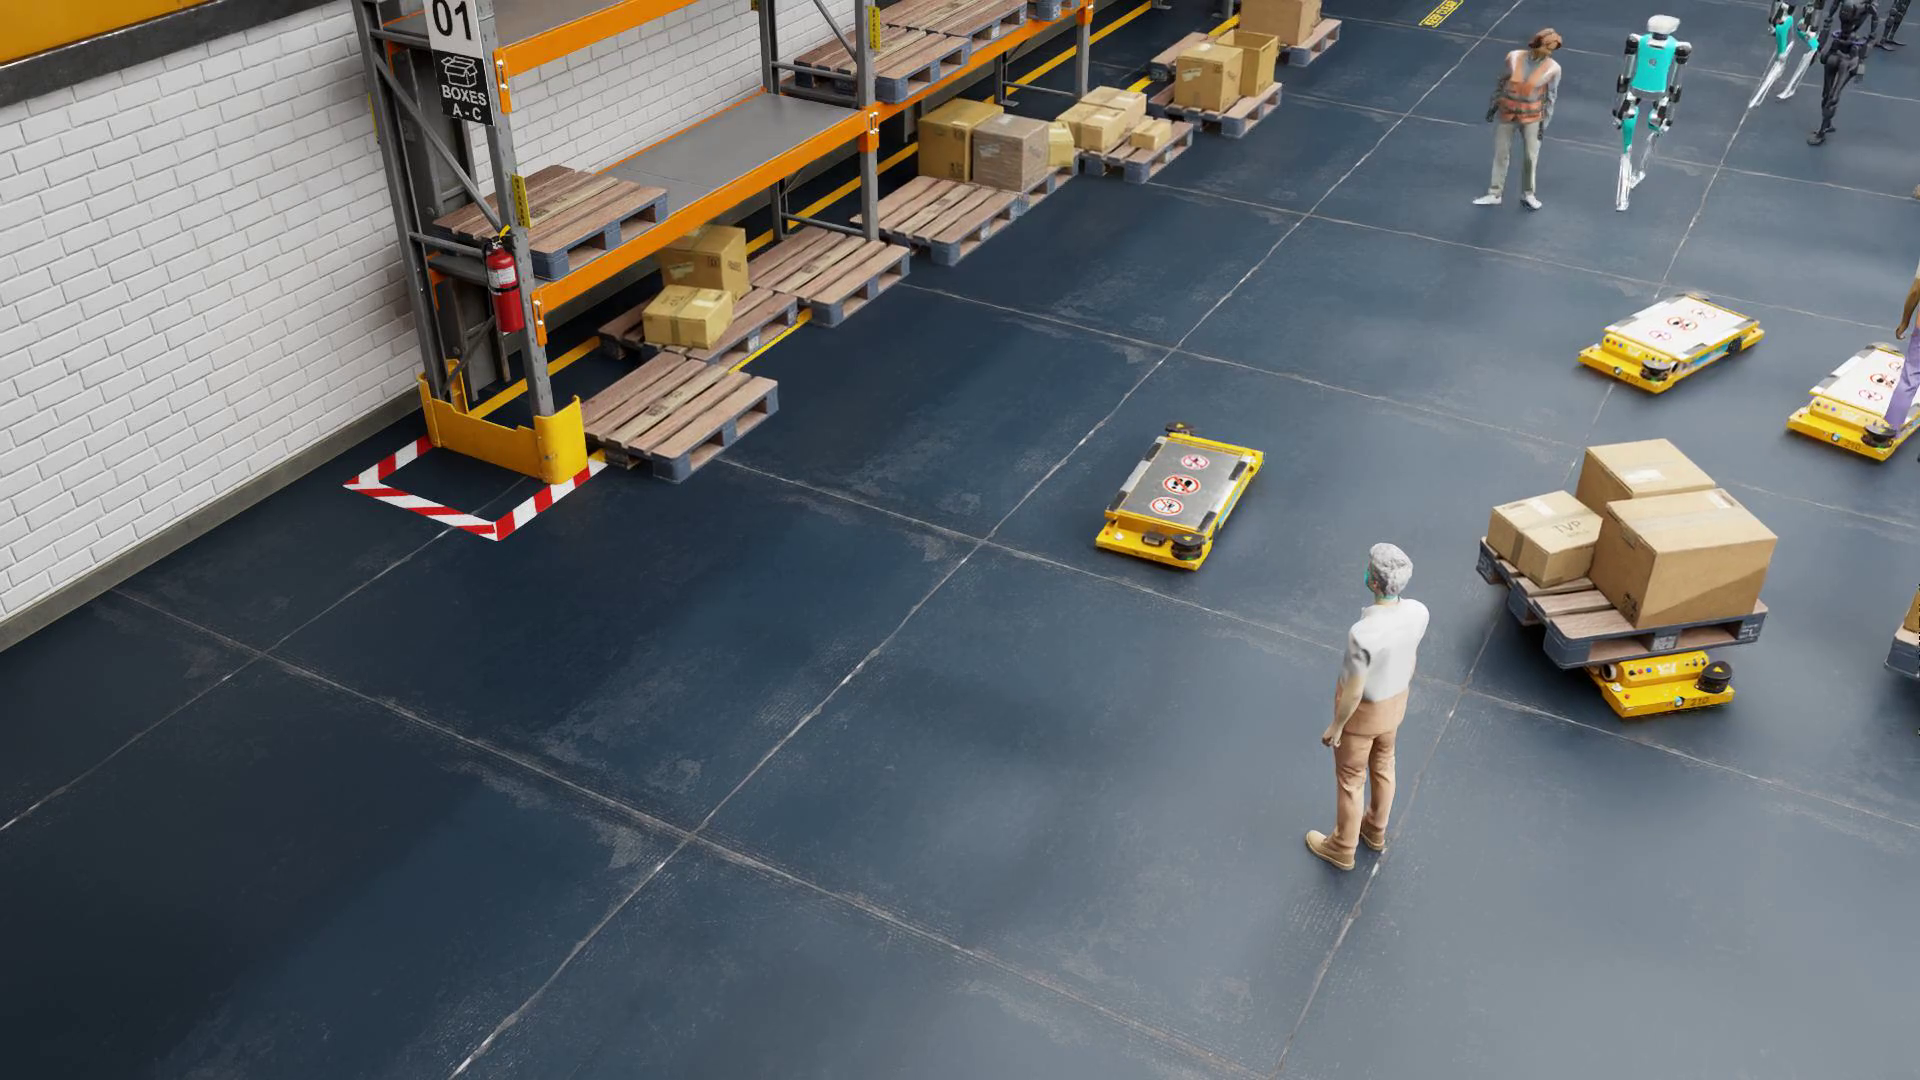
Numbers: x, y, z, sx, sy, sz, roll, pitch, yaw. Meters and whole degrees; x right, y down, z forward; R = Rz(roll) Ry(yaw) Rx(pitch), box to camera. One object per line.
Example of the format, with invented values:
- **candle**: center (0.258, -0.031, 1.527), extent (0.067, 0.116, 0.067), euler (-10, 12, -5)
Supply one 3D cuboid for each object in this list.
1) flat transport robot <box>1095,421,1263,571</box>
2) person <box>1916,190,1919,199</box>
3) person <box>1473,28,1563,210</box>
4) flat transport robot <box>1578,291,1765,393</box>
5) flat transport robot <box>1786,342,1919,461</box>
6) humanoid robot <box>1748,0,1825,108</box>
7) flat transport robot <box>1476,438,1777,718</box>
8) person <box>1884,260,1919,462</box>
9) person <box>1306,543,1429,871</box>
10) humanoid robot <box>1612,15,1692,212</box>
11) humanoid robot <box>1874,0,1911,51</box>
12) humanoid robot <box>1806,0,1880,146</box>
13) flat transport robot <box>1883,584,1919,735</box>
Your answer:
- **flat transport robot**: center (1.422, -0.303, 10.606), extent (0.659, 0.231, 1.431), euler (14, 36, 20)
- **person**: center (8.897, -3.634, 14.369), extent (0.551, 1.662, 0.805), euler (-22, 39, -29)
- **person**: center (4.884, -3.648, 14.455), extent (0.615, 1.610, 0.334), euler (20, 38, 27)
- **flat transport robot**: center (5.324, -1.489, 12.401), extent (1.431, 0.231, 0.659), euler (-23, 40, -31)
- **flat transport robot**: center (6.431, -0.988, 11.643), extent (1.431, 0.231, 0.659), euler (-28, 43, -35)
- **humanoid robot**: center (8.465, -5.228, 16.759), extent (0.869, 1.802, 0.563), euler (-22, 39, -30)
- **flat transport robot**: center (3.692, 0.463, 9.447), extent (0.659, 0.231, 1.431), euler (-7, 34, -10)
- **person**: center (6.382, -1.357, 10.770), extent (0.563, 1.847, 0.389), euler (20, 38, 28)
- **person**: center (1.879, 0.772, 7.639), extent (0.493, 1.744, 0.302), euler (-21, 39, -29)
- **humanoid robot**: center (6.056, -3.799, 14.608), extent (0.534, 1.747, 0.975), euler (19, 38, 26)
- **humanoid robot**: center (10.562, -6.289, 18.373), extent (0.599, 1.657, 0.315), euler (-24, 41, -32)
- **humanoid robot**: center (8.427, -4.658, 15.931), extent (0.594, 1.633, 0.609), euler (-15, 36, -22)
- **flat transport robot**: center (5.727, 0.775, 8.975), extent (0.659, 0.231, 1.431), euler (25, 41, 32)
